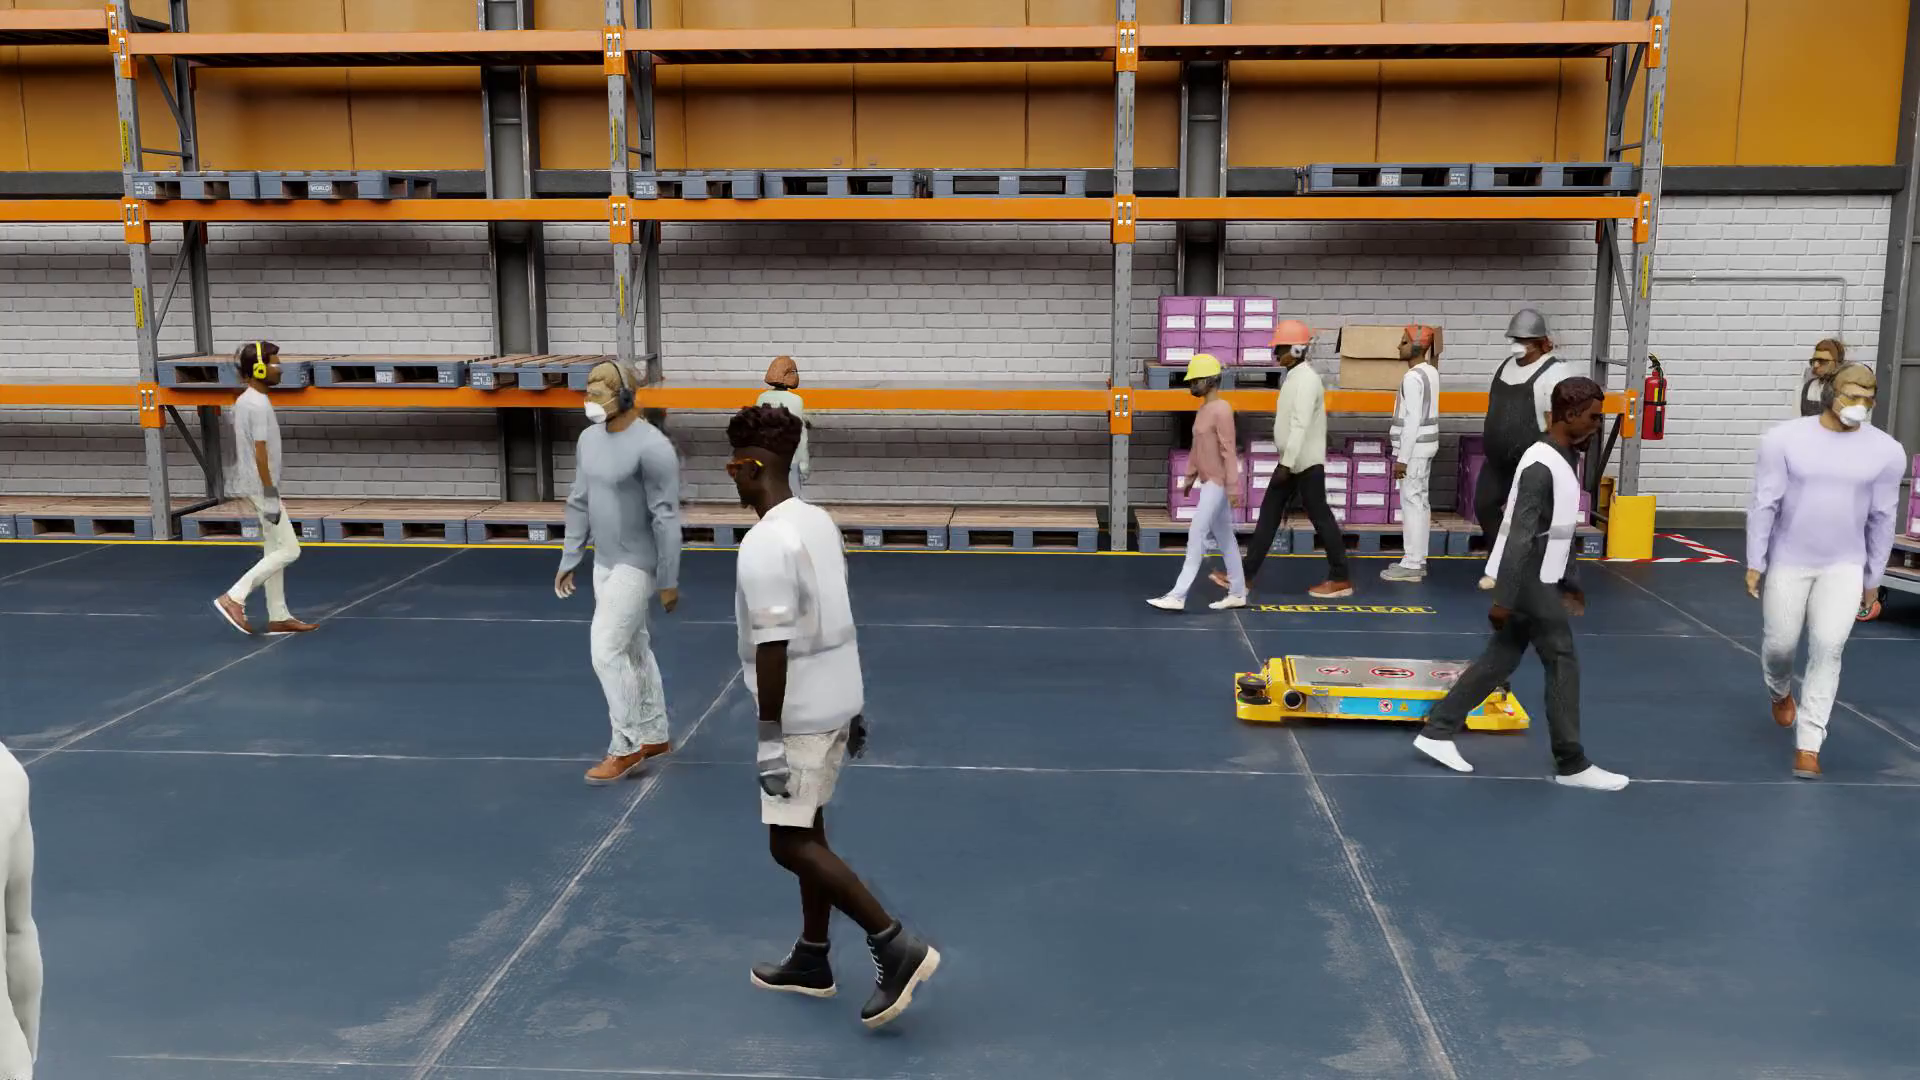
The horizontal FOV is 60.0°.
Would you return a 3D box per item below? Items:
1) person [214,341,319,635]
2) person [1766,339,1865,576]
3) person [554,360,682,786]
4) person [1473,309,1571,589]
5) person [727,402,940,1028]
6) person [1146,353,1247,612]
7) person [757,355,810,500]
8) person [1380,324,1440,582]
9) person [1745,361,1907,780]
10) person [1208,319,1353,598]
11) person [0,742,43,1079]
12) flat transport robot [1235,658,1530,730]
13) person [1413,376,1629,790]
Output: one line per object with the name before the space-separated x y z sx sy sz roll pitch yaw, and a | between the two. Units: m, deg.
person | -4.339 -0.302 10.333 0.505 1.860 0.538 -5 11 -28
person | 6.064 -0.521 11.807 0.978 1.788 0.536 -5 11 -28
person | -1.584 0.147 7.556 0.702 1.916 0.644 -8 13 -40
person | 3.924 -0.615 11.641 0.557 2.000 0.700 -5 11 -27
person | -0.424 0.540 5.218 0.741 1.932 0.643 3 10 16
person | 1.574 -0.368 11.086 0.826 1.725 0.538 -1 10 -7
person | -1.332 -0.579 12.614 0.498 1.634 0.278 8 13 41
person | 3.327 -0.637 12.229 0.350 1.883 0.581 5 11 28
person | 4.023 0.106 7.821 0.646 1.914 0.832 4 10 21
person | 2.292 -0.547 11.541 1.018 1.940 0.626 -1 10 -6
person | -1.708 0.979 2.675 0.389 1.927 0.643 1 10 5
flat transport robot | 2.162 0.780 8.645 1.431 0.197 0.652 1 10 8
person | 2.539 0.186 7.519 0.911 1.871 0.588 4 10 21
